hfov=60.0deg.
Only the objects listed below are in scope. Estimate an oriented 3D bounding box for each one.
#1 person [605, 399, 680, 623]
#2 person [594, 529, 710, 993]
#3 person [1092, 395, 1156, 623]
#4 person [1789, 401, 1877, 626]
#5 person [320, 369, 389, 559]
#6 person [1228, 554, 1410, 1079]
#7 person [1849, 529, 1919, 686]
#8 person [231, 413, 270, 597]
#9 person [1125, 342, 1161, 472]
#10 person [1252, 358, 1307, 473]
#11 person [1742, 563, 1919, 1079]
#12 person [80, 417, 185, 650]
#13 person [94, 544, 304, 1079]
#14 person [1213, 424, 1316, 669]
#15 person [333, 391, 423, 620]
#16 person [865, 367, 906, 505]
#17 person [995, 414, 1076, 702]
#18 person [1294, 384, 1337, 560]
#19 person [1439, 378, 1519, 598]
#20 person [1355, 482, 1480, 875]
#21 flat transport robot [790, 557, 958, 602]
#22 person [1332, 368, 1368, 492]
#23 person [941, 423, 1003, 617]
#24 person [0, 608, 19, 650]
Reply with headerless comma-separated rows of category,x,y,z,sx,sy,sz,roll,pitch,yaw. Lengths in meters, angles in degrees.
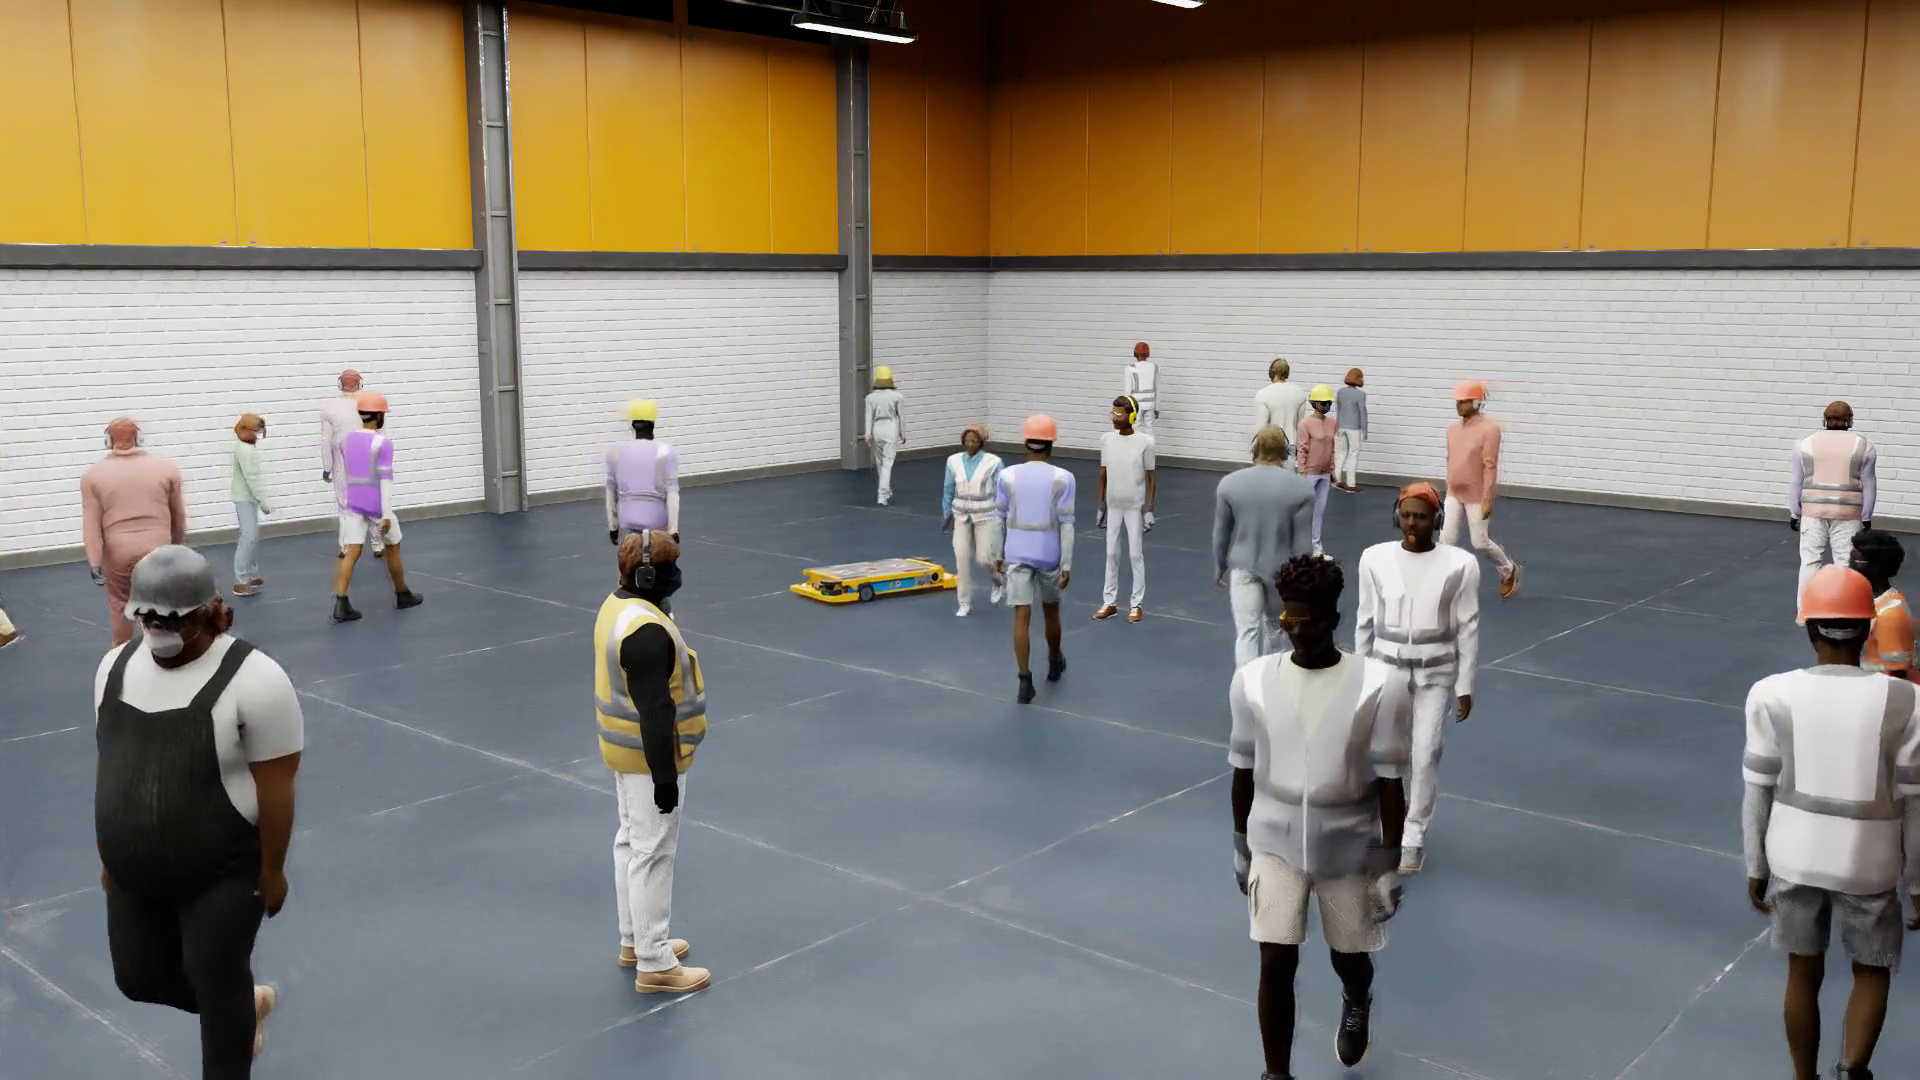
person,-2.470,-0.156,12.967,0.600,1.883,1.011,1,9,4
person,-1.224,0.867,6.637,0.429,1.842,0.635,-4,10,-22
person,1.352,-0.252,13.594,0.517,1.865,0.334,5,10,29
person,6.990,-0.197,13.342,0.622,1.838,0.429,6,11,34
person,-6.043,-0.755,16.628,0.651,1.904,0.404,-5,10,-28
person,1.192,0.989,5.544,0.615,1.944,0.818,4,10,21
person,4.443,0.769,7.841,0.837,1.654,0.535,3,10,19
person,-6.349,-0.330,14.896,0.337,1.607,0.738,-3,10,-20
person,2.608,-1.894,23.841,0.584,1.882,0.337,-3,10,-20
person,3.460,-1.010,18.116,0.627,1.940,0.372,-4,10,-24
person,2.786,1.040,5.320,0.574,1.915,0.568,6,11,31
person,-5.756,0.068,11.624,0.652,1.854,0.968,-5,11,-30
person,-2.449,0.970,5.370,0.684,2.000,0.671,2,9,13
person,1.940,0.203,10.675,0.647,1.885,1.019,2,9,13
person,-4.897,-0.289,13.796,0.548,1.890,1.000,3,10,19
person,-0.933,-1.297,20.699,0.487,1.701,0.916,2,9,12
person,0.516,0.092,11.316,0.571,1.890,0.954,1,9,9
person,3.532,-0.655,16.428,0.525,1.769,0.327,-6,11,-35
person,4.411,-0.403,14.230,0.841,1.967,0.614,-5,10,-30
person,2.162,0.649,7.904,0.573,1.870,0.451,4,10,23
flat transport robot,-0.739,0.343,14.842,1.431,0.197,0.652,-7,11,-36
person,5.102,-1.431,21.728,0.311,1.628,0.532,-6,11,-32
person,0.143,-0.178,13.888,0.540,1.622,0.457,4,10,21
person,-7.484,0.082,12.344,0.511,1.593,0.839,7,12,38
